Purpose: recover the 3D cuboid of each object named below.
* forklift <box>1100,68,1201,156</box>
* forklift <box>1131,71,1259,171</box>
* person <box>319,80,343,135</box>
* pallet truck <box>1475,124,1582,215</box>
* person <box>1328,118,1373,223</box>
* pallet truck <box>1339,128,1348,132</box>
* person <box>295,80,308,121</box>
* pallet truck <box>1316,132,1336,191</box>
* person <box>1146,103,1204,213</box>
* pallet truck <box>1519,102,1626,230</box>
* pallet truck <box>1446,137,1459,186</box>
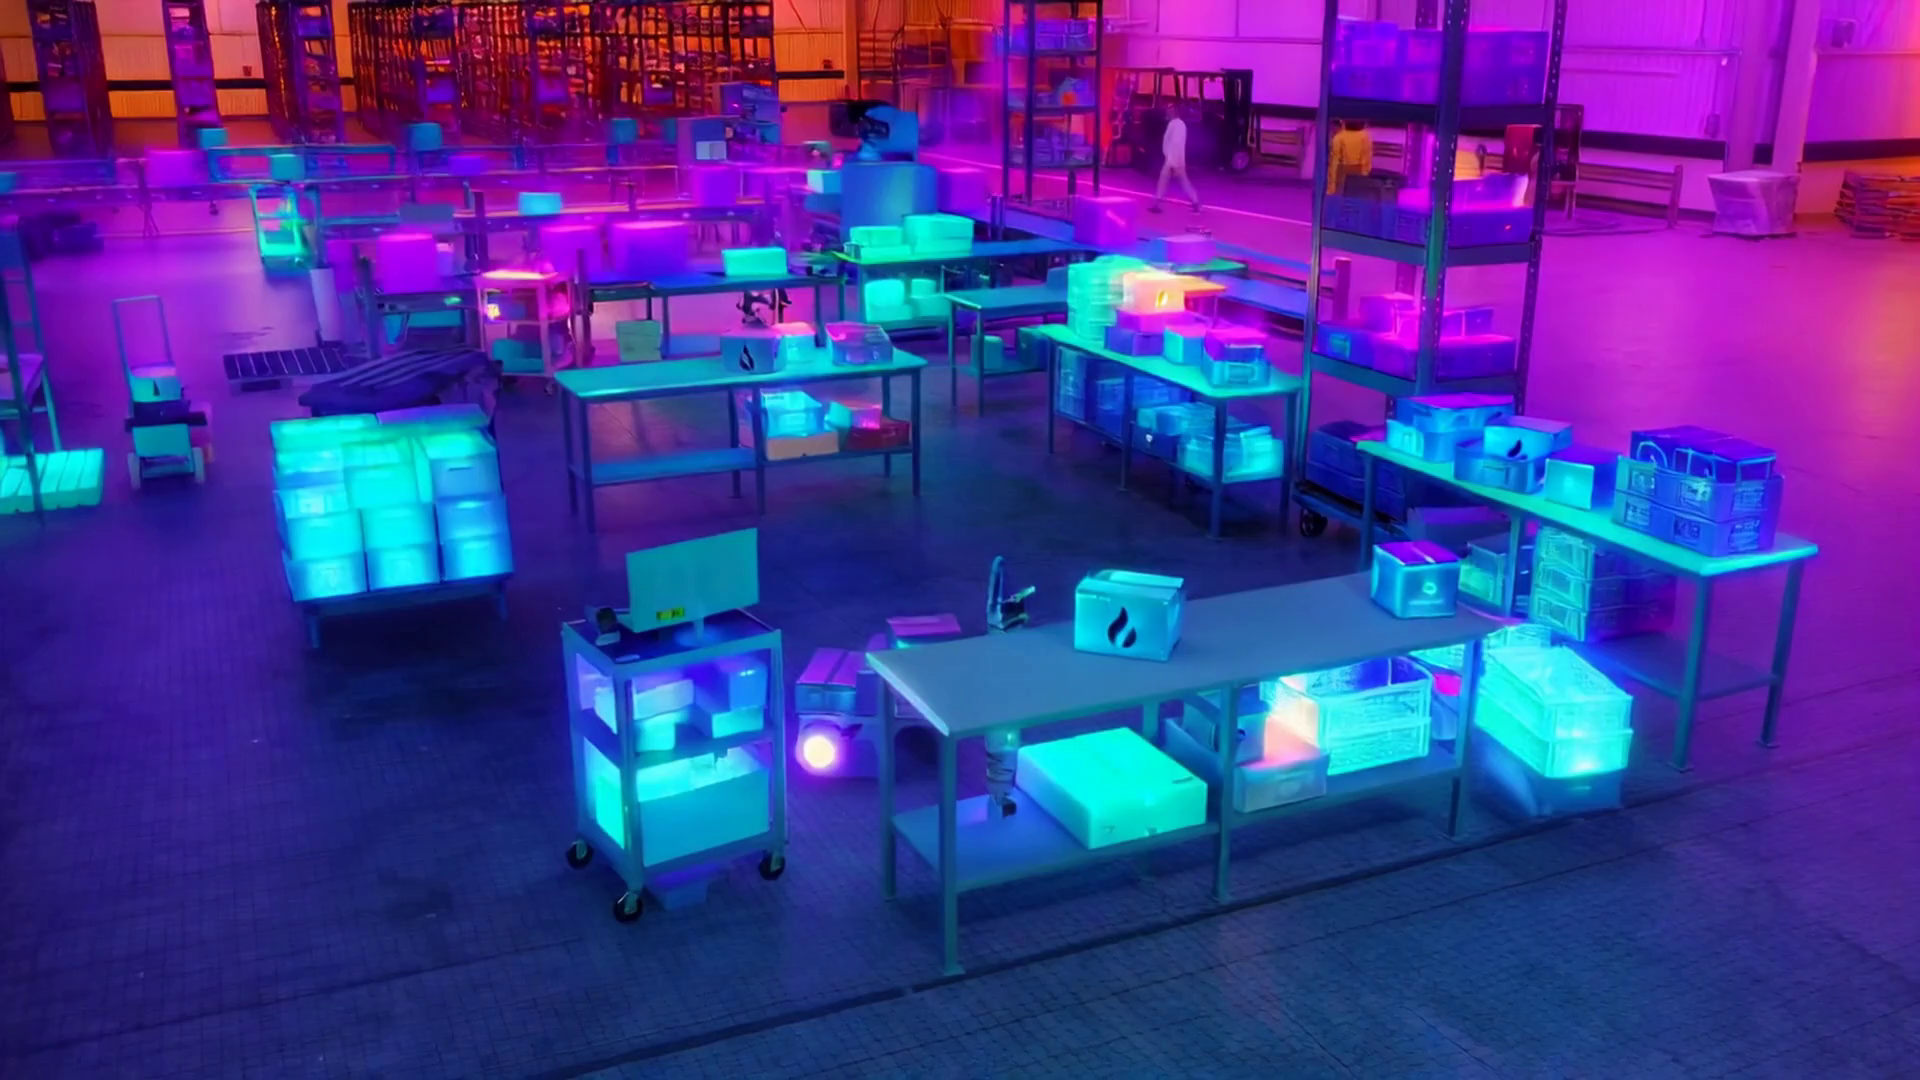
[{"bbox_3d":[4.082,-9.564,37.410,2.680,1.987,1.157,-8,19,-23],"label":"forklift"},{"bbox_3d":[4.998,-8.936,35.413,2.680,1.987,1.157,-9,20,-25],"label":"forklift"},{"bbox_3d":[-16.950,-11.558,44.539,0.604,1.777,0.888,11,21,31],"label":"person"},{"bbox_3d":[9.707,-6.455,28.103,1.885,1.965,0.823,-7,19,-20],"label":"pallet truck"},{"bbox_3d":[5.745,-5.339,24.512,0.615,2.040,0.391,4,18,12],"label":"person"},{"bbox_3d":[7.845,-7.140,31.411,1.522,1.261,0.704,-9,20,-25],"label":"pallet truck"},{"bbox_3d":[-17.057,-11.115,43.051,0.430,1.830,0.591,-6,18,-17],"label":"person"},{"bbox_3d":[7.723,-7.504,32.656,1.601,1.201,0.680,-8,19,-23],"label":"pallet truck"},{"bbox_3d":[3.767,-6.578,28.712,0.951,1.871,0.654,9,20,26],"label":"person"},{"bbox_3d":[9.972,-6.037,26.785,1.885,1.965,0.823,-9,20,-25],"label":"pallet truck"},{"bbox_3d":[9.184,-6.485,29.328,1.630,1.274,0.653,-8,19,-23],"label":"pallet truck"}]
